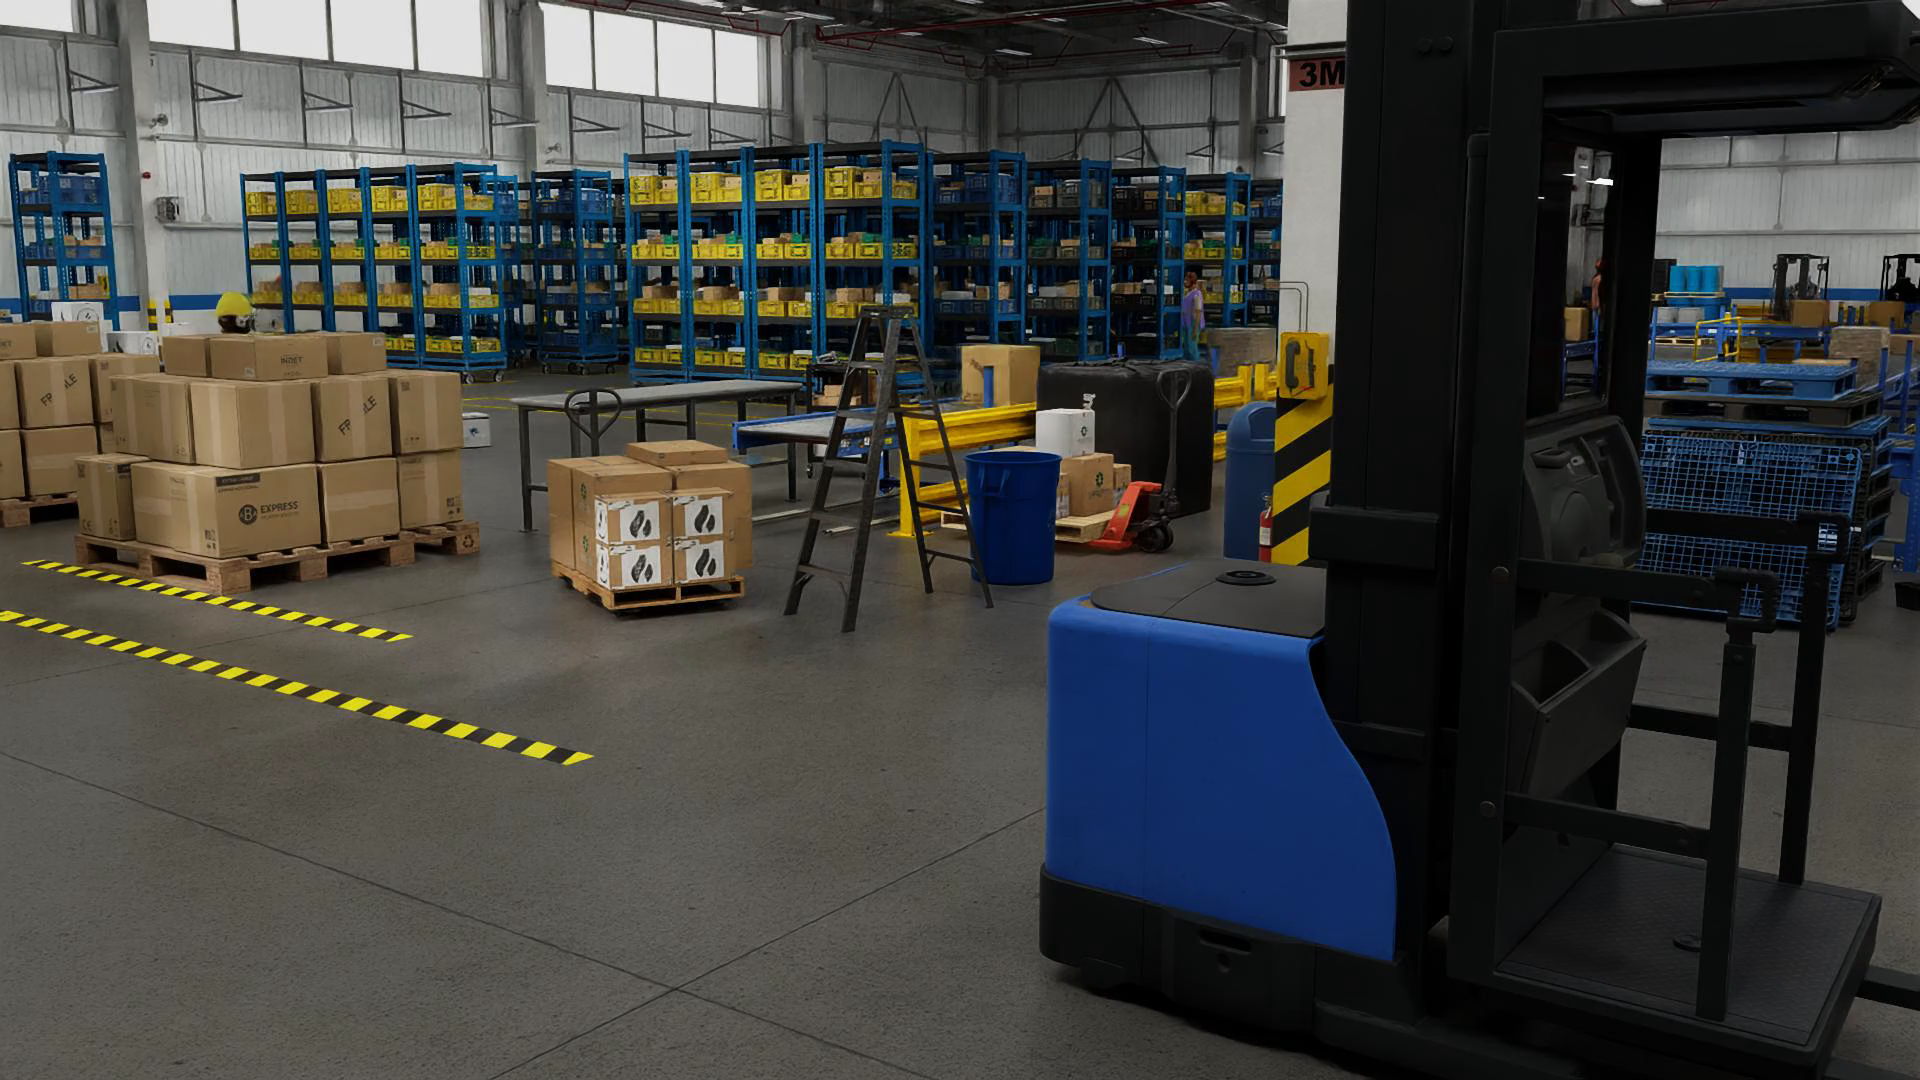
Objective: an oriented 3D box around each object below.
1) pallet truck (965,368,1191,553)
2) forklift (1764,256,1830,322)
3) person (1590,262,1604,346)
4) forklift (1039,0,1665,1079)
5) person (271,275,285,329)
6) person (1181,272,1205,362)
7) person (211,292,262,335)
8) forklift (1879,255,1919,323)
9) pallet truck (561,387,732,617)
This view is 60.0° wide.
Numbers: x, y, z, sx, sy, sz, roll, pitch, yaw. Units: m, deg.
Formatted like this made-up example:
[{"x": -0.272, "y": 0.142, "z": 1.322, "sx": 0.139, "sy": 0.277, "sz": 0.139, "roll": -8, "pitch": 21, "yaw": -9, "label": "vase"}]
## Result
[{"x": 0.845, "y": -0.609, "z": 11.869, "sx": 1.630, "sy": 1.274, "sz": 0.653, "roll": 7, "pitch": 12, "yaw": 35, "label": "pallet truck"}, {"x": 20.253, "y": -5.854, "z": 40.139, "sx": 1.157, "sy": 1.987, "sz": 2.680, "roll": 7, "pitch": 12, "yaw": 35, "label": "forklift"}, {"x": 15.155, "y": -5.579, "z": 39.404, "sx": 0.380, "sy": 1.995, "sz": 0.611, "roll": 0, "pitch": 10, "yaw": -1, "label": "person"}, {"x": 1.249, "y": -0.137, "z": 4.360, "sx": 1.873, "sy": 2.768, "sz": 1.129, "roll": 7, "pitch": 12, "yaw": 35, "label": "forklift"}, {"x": -13.582, "y": -4.453, "z": 33.450, "sx": 0.598, "sy": 1.732, "sz": 0.503, "roll": 9, "pitch": 13, "yaw": 41, "label": "person"}, {"x": 3.761, "y": -3.421, "z": 26.987, "sx": 0.378, "sy": 1.844, "sz": 0.569, "roll": -2, "pitch": 10, "yaw": -9, "label": "person"}, {"x": -5.327, "y": -0.975, "z": 12.576, "sx": 0.600, "sy": 1.804, "sz": 0.826, "roll": 8, "pitch": 13, "yaw": 40, "label": "person"}, {"x": 22.089, "y": -5.634, "z": 38.796, "sx": 1.157, "sy": 1.987, "sz": 2.680, "roll": 6, "pitch": 11, "yaw": 33, "label": "forklift"}, {"x": -1.981, "y": -0.274, "z": 10.088, "sx": 0.680, "sy": 1.201, "sz": 1.601, "roll": -5, "pitch": 11, "yaw": -28, "label": "pallet truck"}]
